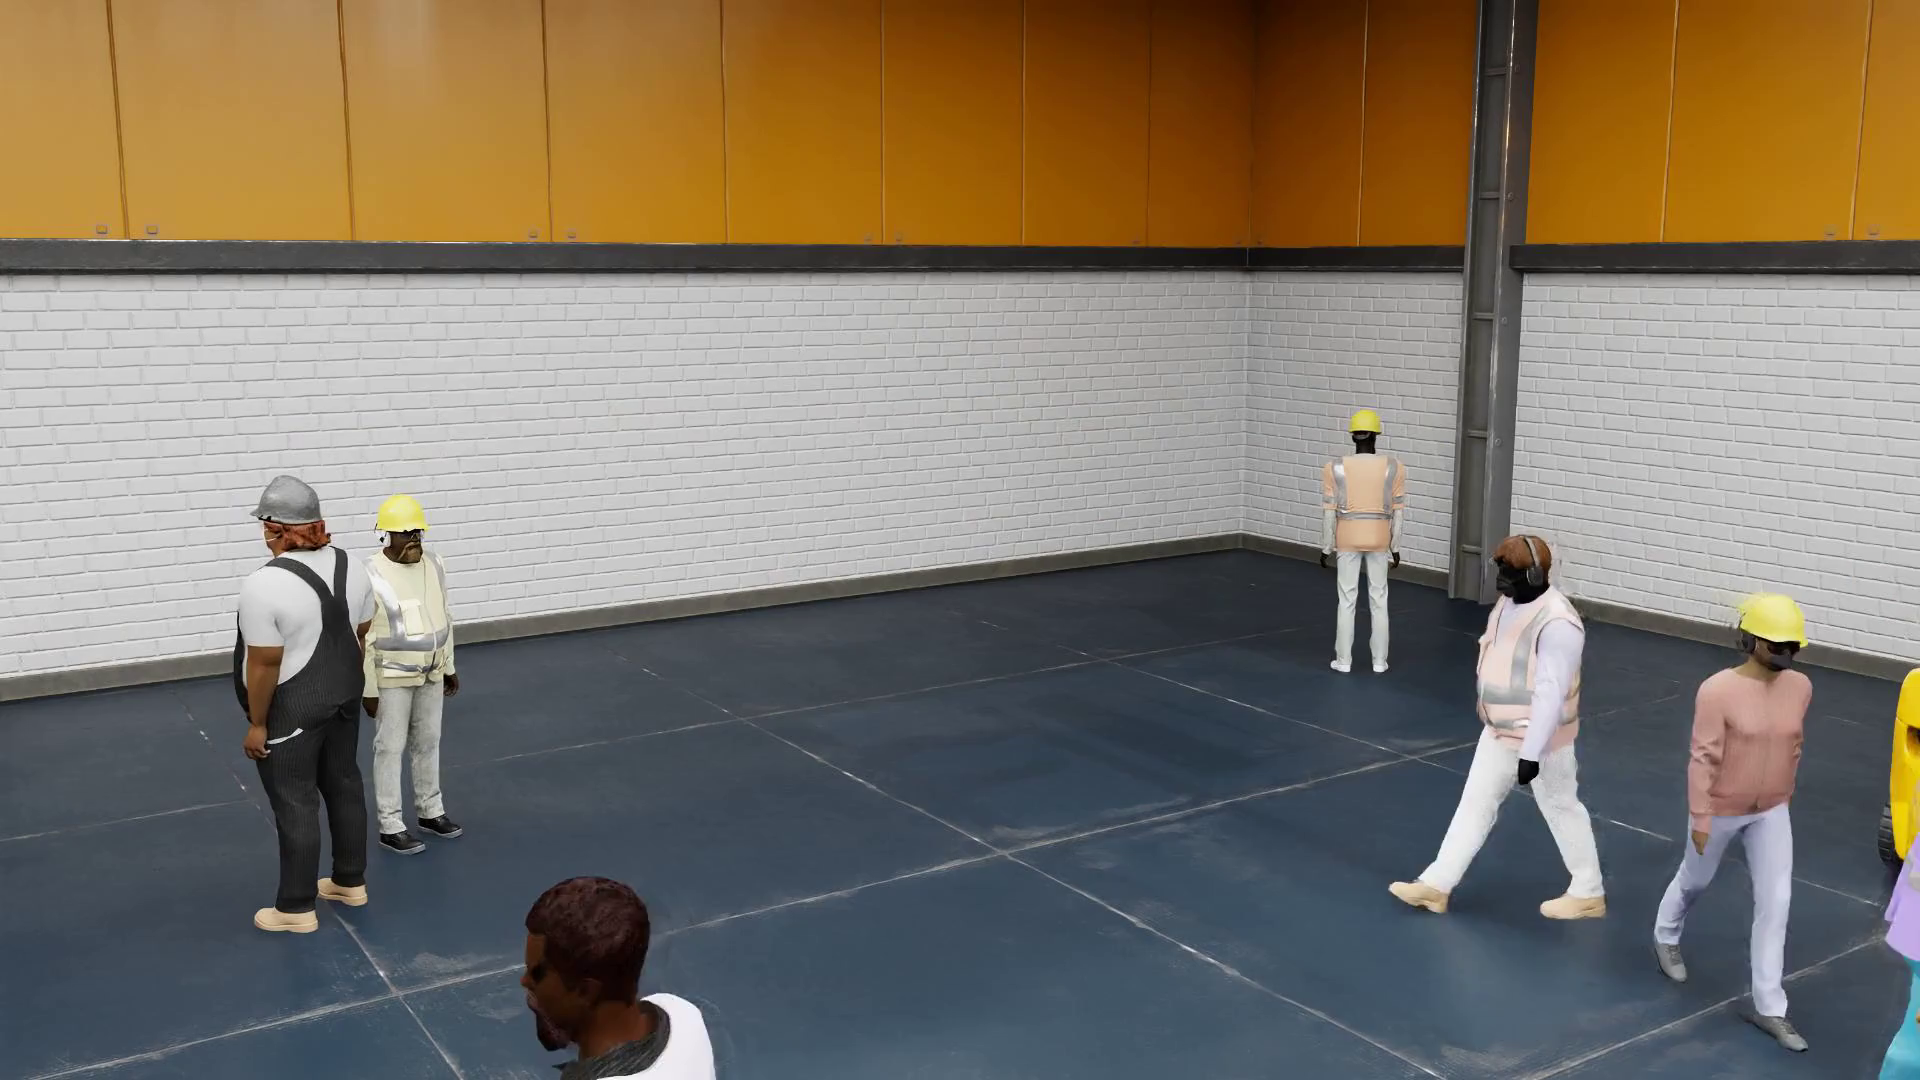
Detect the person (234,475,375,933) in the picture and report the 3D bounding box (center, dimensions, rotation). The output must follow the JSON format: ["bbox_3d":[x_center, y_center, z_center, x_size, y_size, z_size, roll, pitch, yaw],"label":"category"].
[{"bbox_3d":[-2.983,0.720,7.468,0.537,2.000,0.682,4,10,22],"label":"person"}]

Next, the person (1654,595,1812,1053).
[{"bbox_3d":[3.069,1.031,6.586,0.541,1.717,0.889,-1,10,-9],"label":"person"}]

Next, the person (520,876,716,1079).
[{"bbox_3d":[-0.587,1.520,3.115,0.951,1.887,0.587,2,10,13],"label":"person"}]

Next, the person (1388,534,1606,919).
[{"bbox_3d":[2.495,0.855,7.445,0.987,1.780,0.636,-1,10,-8],"label":"person"}]

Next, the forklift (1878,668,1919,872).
[{"bbox_3d":[5.511,0.571,7.906,2.313,2.155,1.214,-6,11,-33],"label":"forklift"}]

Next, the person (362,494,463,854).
[{"bbox_3d":[-2.797,0.669,8.433,0.403,1.826,0.589,5,11,29],"label":"person"}]

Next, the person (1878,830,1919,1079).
[{"bbox_3d":[3.092,1.260,4.902,0.785,1.805,0.554,5,10,25],"label":"person"}]

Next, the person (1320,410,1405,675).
[{"bbox_3d":[2.903,0.022,12.035,0.585,1.921,0.383,1,9,7],"label":"person"}]
